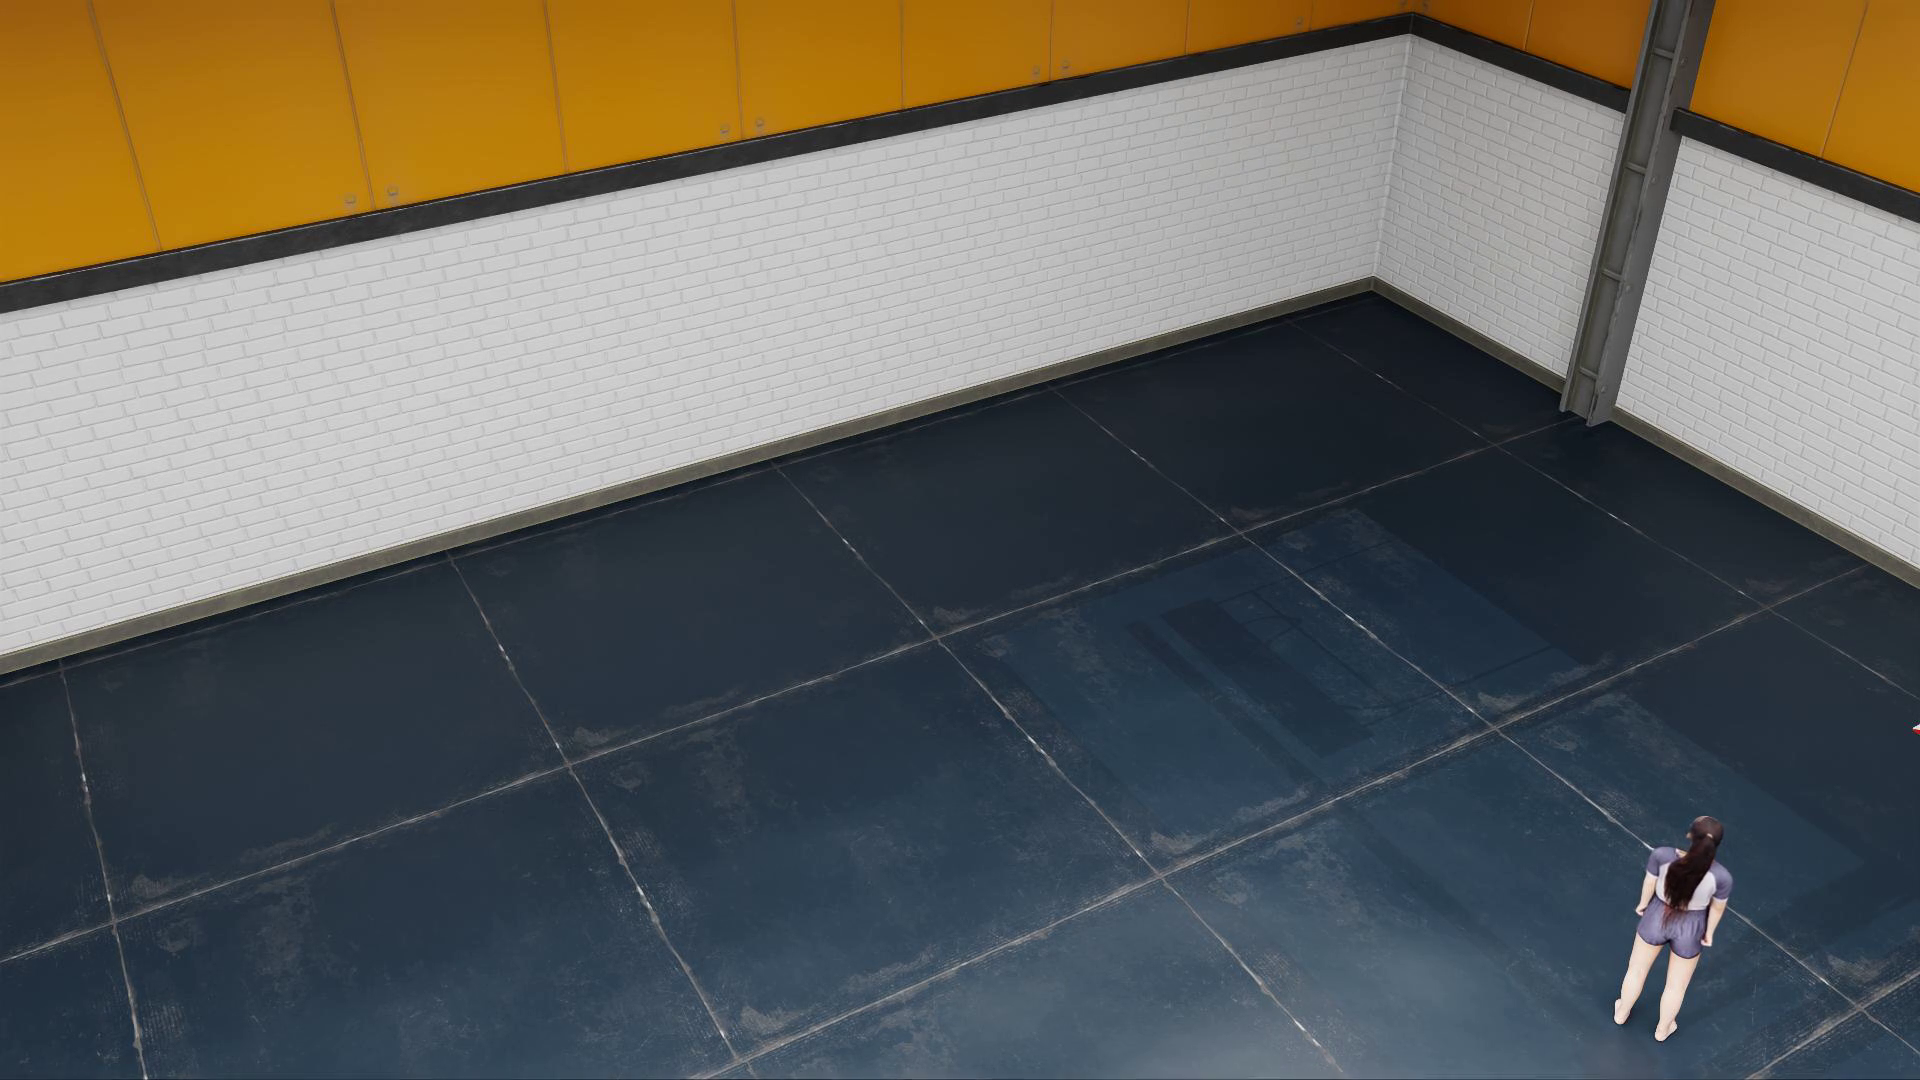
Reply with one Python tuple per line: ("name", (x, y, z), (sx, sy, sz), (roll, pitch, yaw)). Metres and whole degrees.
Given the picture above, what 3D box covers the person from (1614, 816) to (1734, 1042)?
("person", (4.051, 2.195, 9.436), (0.626, 1.647, 0.739), (20, 38, 27))
